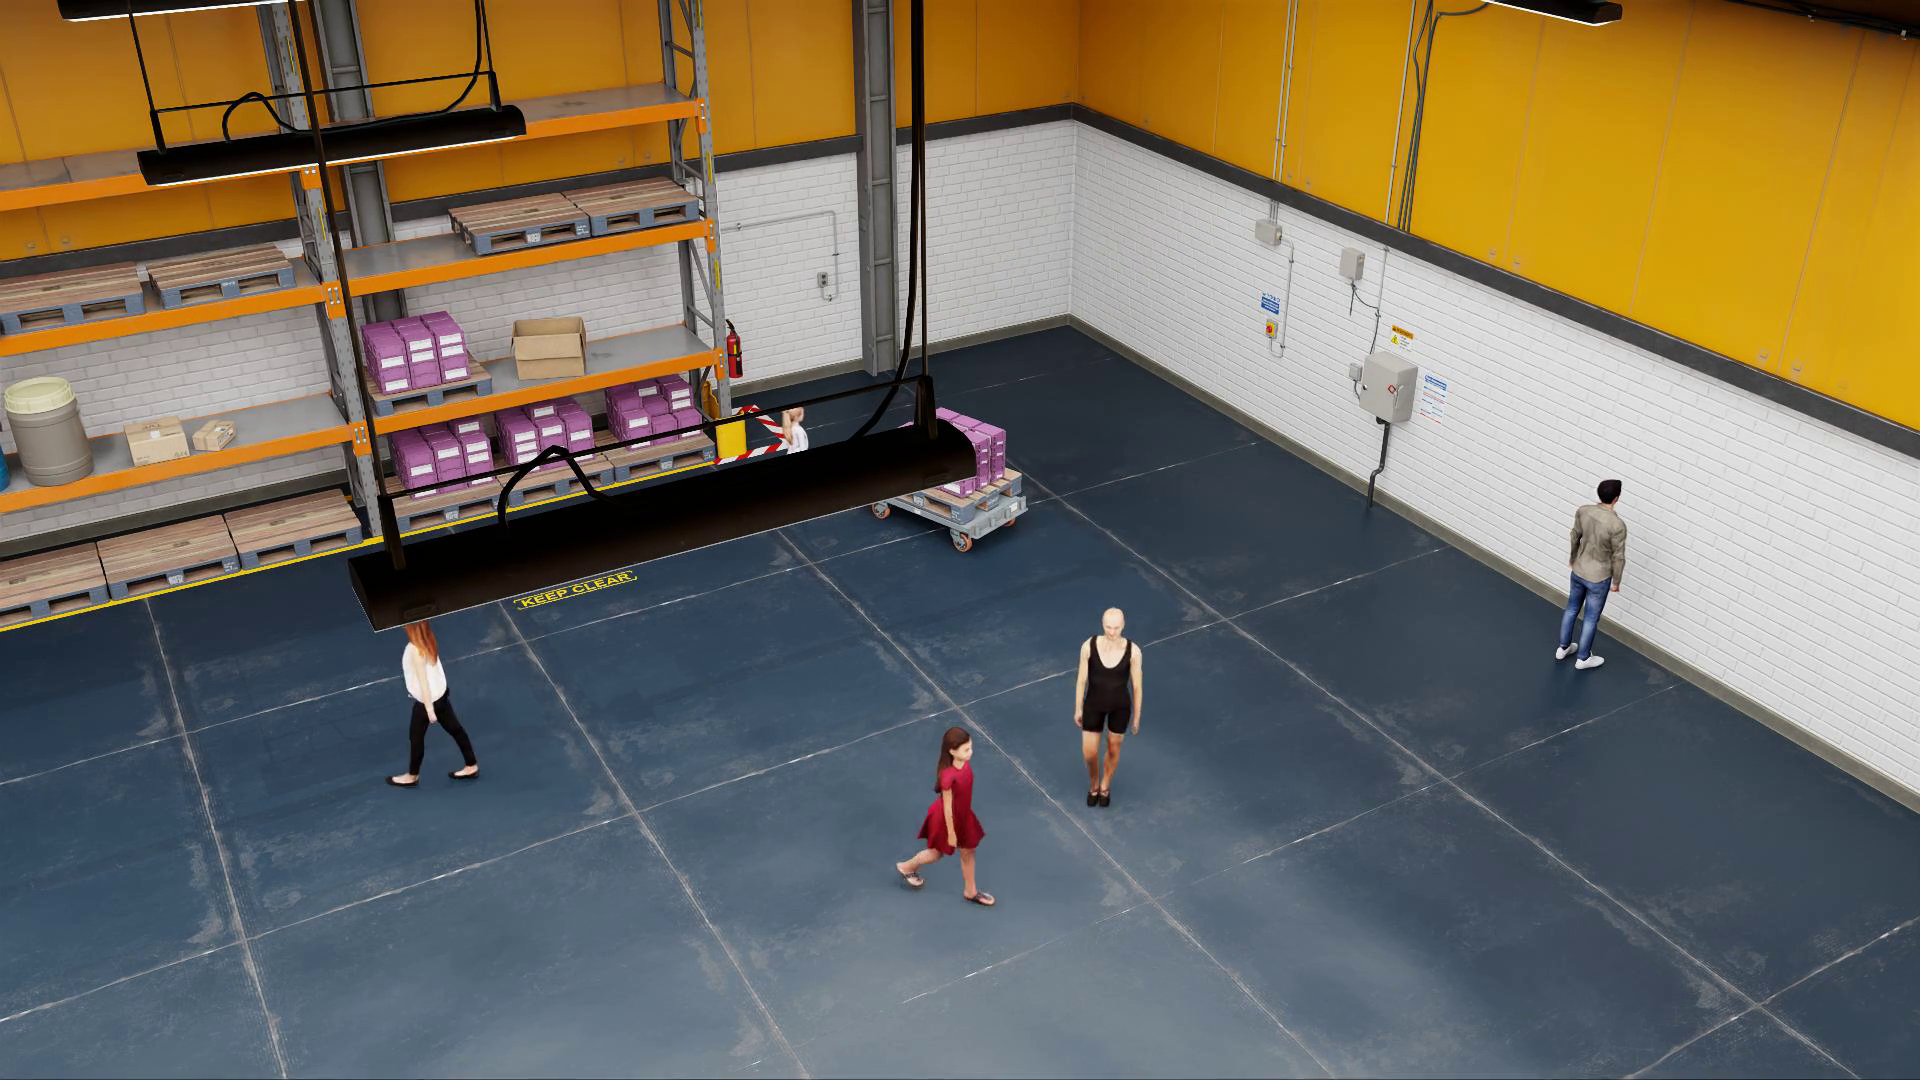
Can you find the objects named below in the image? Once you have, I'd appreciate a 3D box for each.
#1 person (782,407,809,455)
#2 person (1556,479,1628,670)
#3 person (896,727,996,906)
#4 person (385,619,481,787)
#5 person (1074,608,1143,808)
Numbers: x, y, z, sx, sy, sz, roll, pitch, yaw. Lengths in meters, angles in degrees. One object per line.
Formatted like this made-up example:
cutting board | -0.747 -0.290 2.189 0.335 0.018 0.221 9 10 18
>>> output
person | -1.744 -0.862 17.737 0.503 1.278 0.507 -19 34 -30
person | 5.694 0.295 15.004 0.578 1.866 0.713 -18 33 -29
person | -0.131 2.011 12.209 0.974 1.528 1.005 12 31 20
person | -4.177 1.262 13.410 1.041 1.693 0.871 1 29 2
person | 1.178 1.287 13.243 0.745 1.809 0.843 2 29 4
